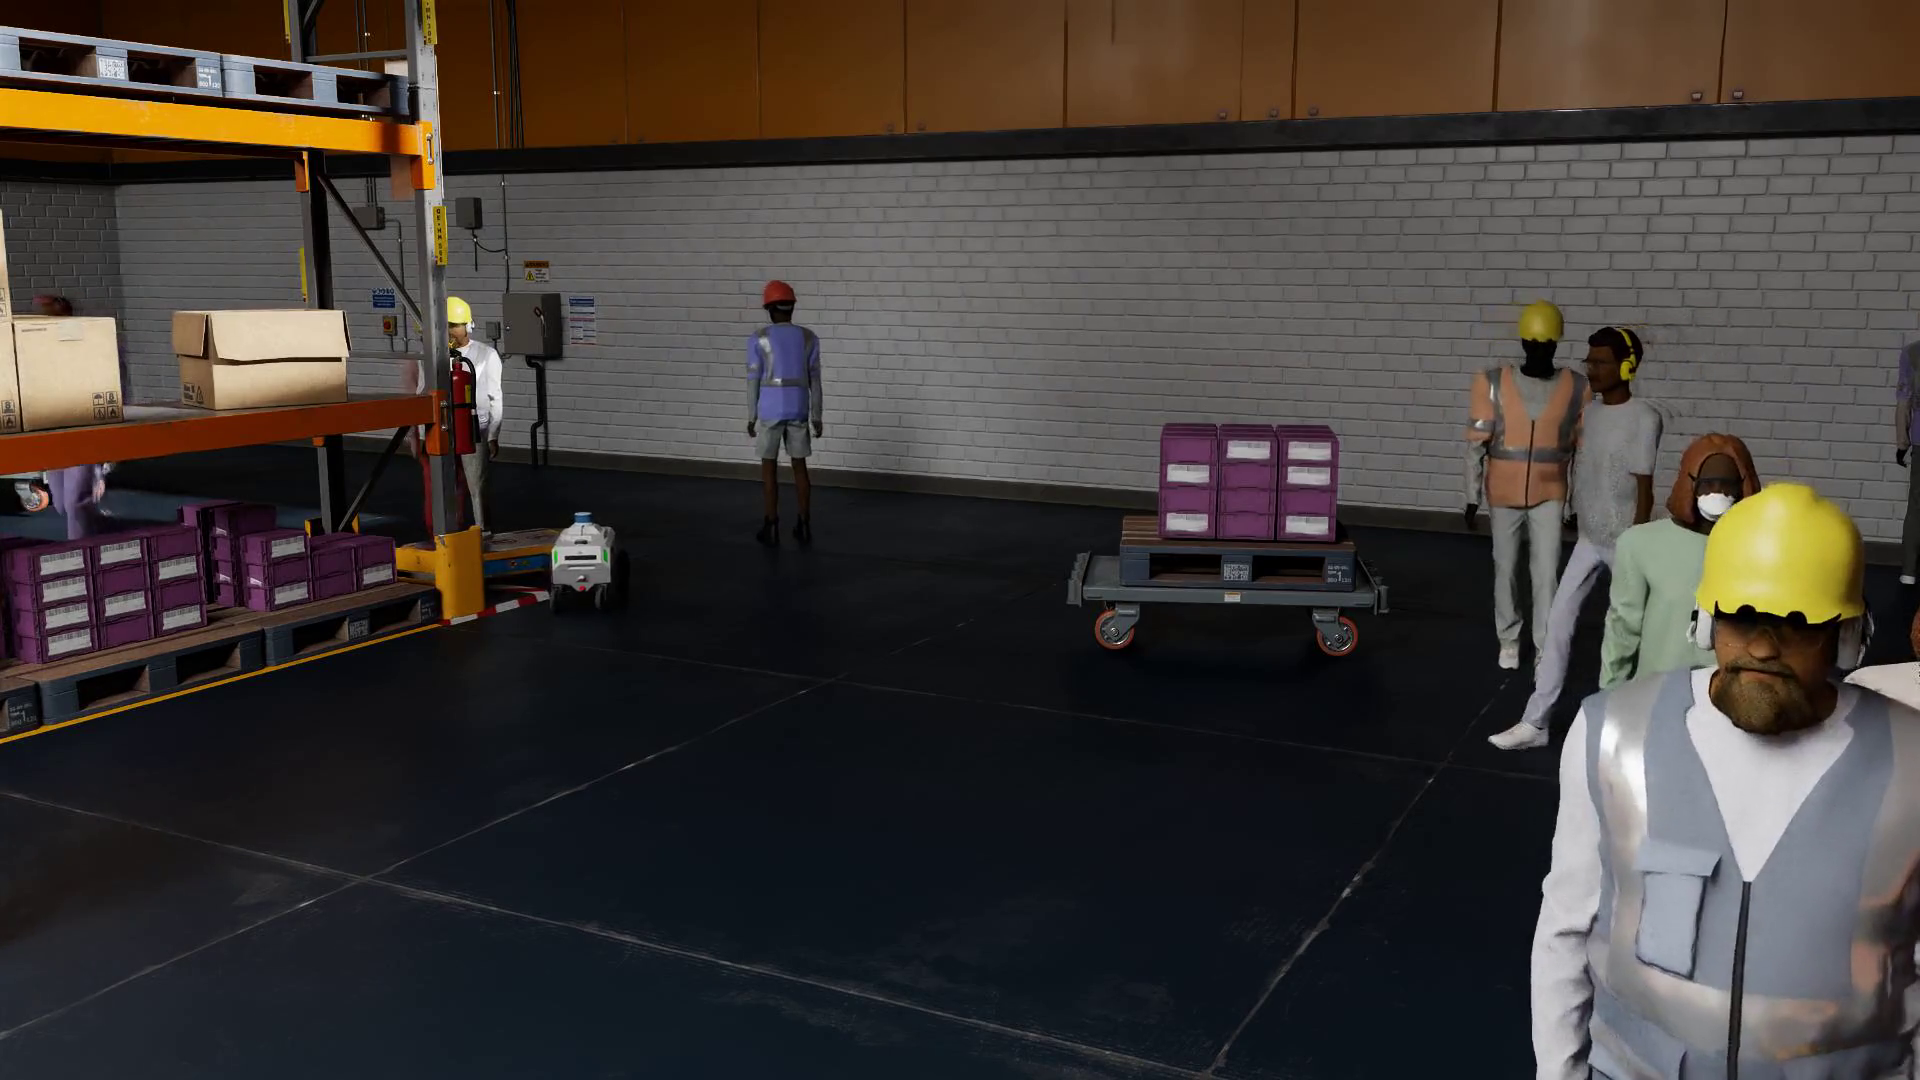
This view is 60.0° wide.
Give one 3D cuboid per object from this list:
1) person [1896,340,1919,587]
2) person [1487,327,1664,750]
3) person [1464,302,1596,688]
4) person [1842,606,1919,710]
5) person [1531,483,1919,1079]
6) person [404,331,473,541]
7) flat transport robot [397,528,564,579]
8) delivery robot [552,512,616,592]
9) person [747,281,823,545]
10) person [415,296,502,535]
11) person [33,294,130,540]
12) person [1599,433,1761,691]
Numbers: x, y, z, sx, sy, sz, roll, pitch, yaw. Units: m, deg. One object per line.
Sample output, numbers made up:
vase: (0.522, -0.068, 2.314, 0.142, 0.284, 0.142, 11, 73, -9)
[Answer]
person: (6.222, -0.639, 10.502, 0.585, 1.927, 0.366, 8, 13, 40)
person: (2.795, 0.006, 7.102, 0.969, 1.823, 0.538, -3, 10, -16)
person: (2.794, -0.217, 8.186, 0.602, 1.876, 0.962, 3, 10, 17)
person: (1.829, 0.790, 3.075, 0.498, 1.634, 0.284, 8, 13, 40)
person: (1.182, 0.797, 2.524, 0.603, 1.809, 0.682, 6, 11, 30)
person: (-3.606, -0.742, 11.609, 0.545, 1.740, 0.488, -8, 13, -40)
flat transport robot: (-3.091, 0.115, 10.928, 1.431, 0.197, 0.652, -8, 13, -39)
delivery robot: (-2.274, 0.074, 10.071, 0.477, 0.478, 0.707, -1, 10, -9)
person: (-1.279, -0.931, 12.218, 0.578, 1.916, 0.453, -4, 11, -24)
person: (-3.431, -0.743, 11.381, 0.589, 1.833, 0.404, 0, 10, 0)
person: (-5.568, -0.618, 10.543, 0.656, 1.881, 0.819, 3, 10, 16)
person: (2.110, 0.501, 4.766, 0.527, 1.615, 0.386, 3, 10, 17)
